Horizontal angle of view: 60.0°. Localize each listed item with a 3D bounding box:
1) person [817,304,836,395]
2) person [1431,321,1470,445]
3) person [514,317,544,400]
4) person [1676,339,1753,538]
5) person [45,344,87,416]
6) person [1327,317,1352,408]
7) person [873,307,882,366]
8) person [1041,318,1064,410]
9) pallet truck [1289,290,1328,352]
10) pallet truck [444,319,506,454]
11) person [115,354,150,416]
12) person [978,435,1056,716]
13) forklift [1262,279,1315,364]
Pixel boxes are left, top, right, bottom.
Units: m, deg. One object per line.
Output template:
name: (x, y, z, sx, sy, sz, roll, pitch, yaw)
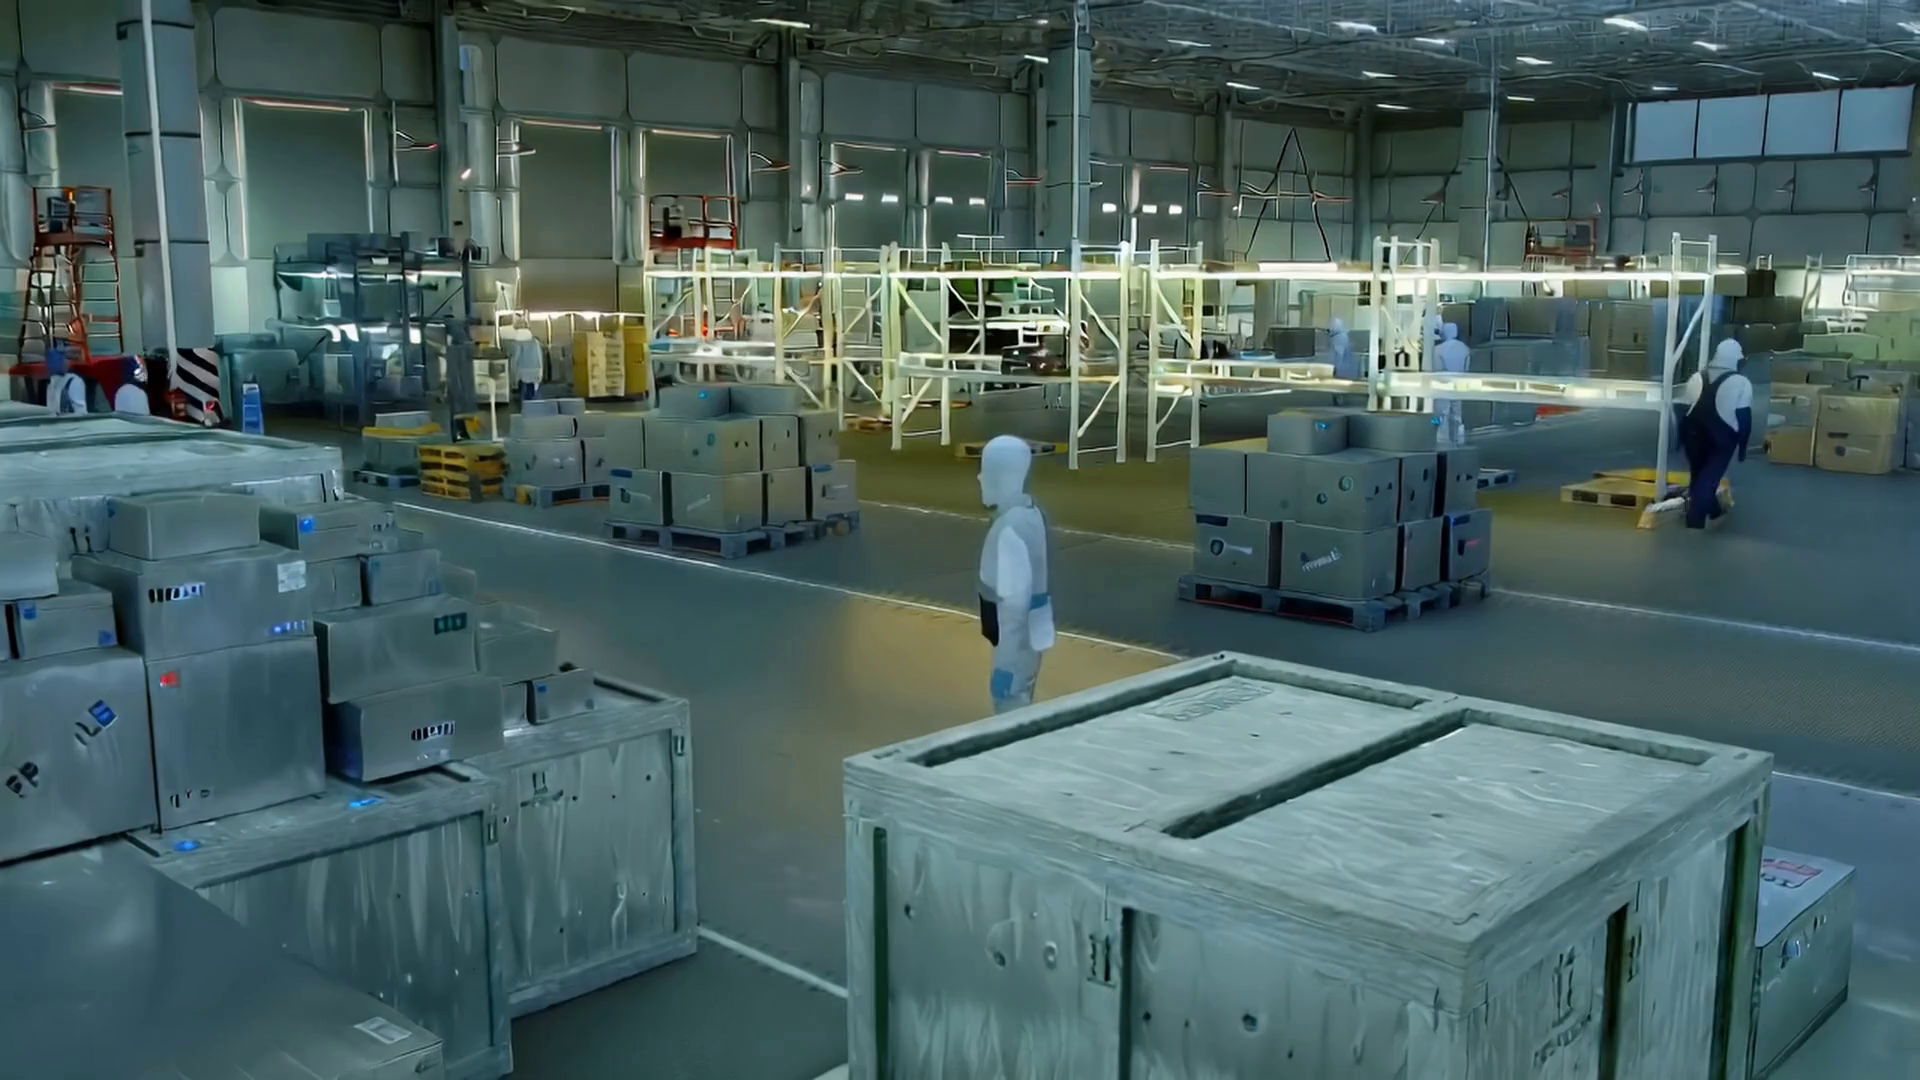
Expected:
person: (-2.756, -3.991, 34.969, 0.568, 1.909, 0.631, 2, 10, 14)
person: (6.805, -2.071, 23.167, 0.625, 1.931, 0.378, -5, 10, -27)
person: (-6.677, -2.485, 25.721, 0.585, 1.920, 0.383, 7, 12, 36)
person: (7.587, -1.065, 16.640, 1.086, 2.000, 0.693, -6, 11, -32)
person: (-9.200, -1.068, 17.135, 0.573, 1.887, 0.356, 6, 11, 34)
person: (5.803, -2.453, 25.537, 0.391, 1.927, 0.644, 5, 11, 30)
person: (-2.157, -5.383, 44.382, 0.314, 1.632, 0.521, -1, 9, -5)
person: (1.754, -3.319, 31.390, 0.484, 1.739, 0.319, -4, 10, -23)
pallet truck: (11.297, -6.951, 52.861, 1.885, 1.965, 0.823, -5, 11, -29)
pallet truck: (-6.981, -1.942, 22.150, 1.885, 1.965, 0.823, 1, 9, 9)
person: (-7.825, -0.850, 15.902, 0.548, 1.852, 0.388, 7, 12, 39)
person: (0.240, 0.480, 7.544, 0.385, 1.918, 0.596, 1, 9, 4)
forklift: (8.555, -6.090, 44.881, 1.873, 2.768, 1.129, 9, 13, 43)
